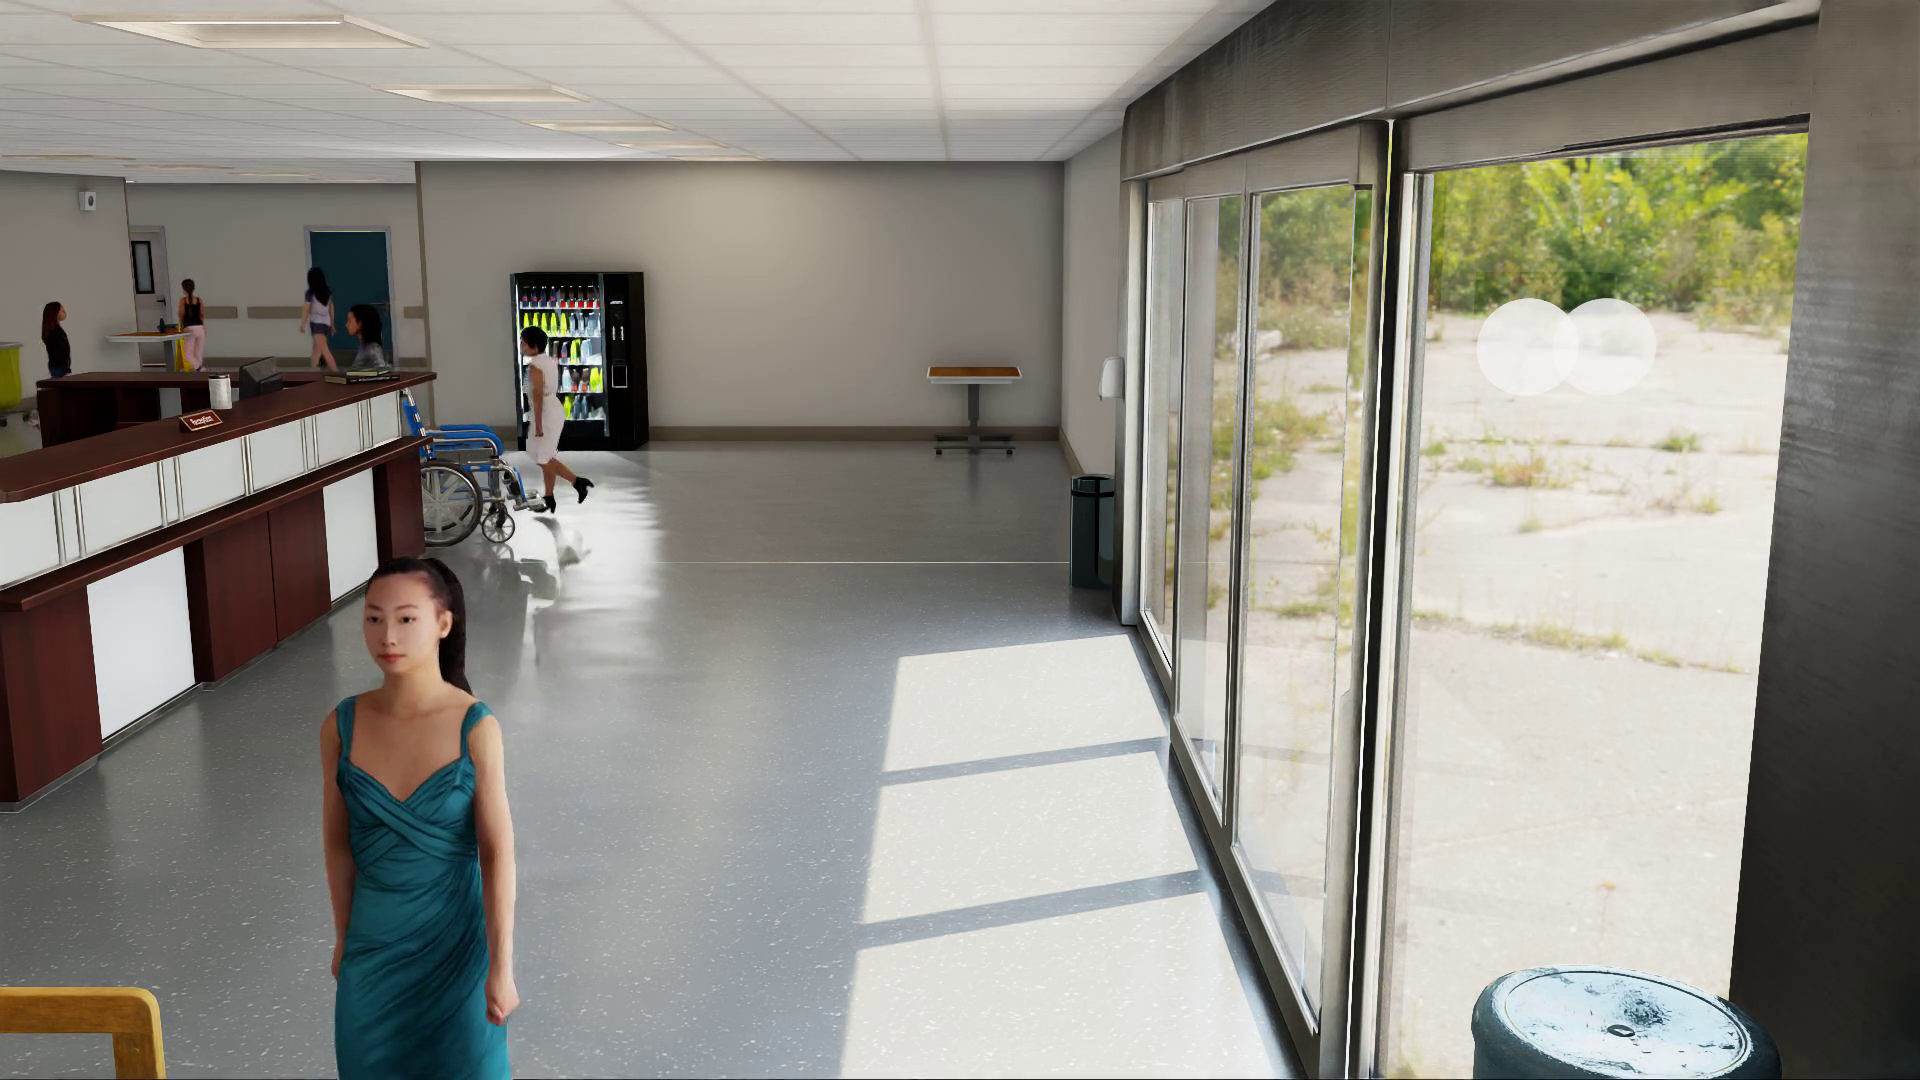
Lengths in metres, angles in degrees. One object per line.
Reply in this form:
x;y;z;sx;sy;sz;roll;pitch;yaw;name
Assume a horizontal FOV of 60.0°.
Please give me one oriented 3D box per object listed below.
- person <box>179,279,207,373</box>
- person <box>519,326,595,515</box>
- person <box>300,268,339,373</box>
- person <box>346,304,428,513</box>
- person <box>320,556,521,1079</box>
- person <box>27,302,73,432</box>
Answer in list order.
-11.109;-3.005;24.171;0.915;1.544;0.830;9;14;39;person
-3.245;-0.934;13.305;0.822;1.526;0.630;3;11;17;person
-9.379;-3.128;24.503;1.183;1.661;0.941;5;12;27;person
-4.464;-0.962;13.033;1.278;1.682;0.959;-4;12;-21;person
-1.093;0.857;3.511;0.824;1.658;0.640;0;11;0;person
-10.246;-1.928;18.750;1.067;1.449;0.907;-7;13;-32;person
